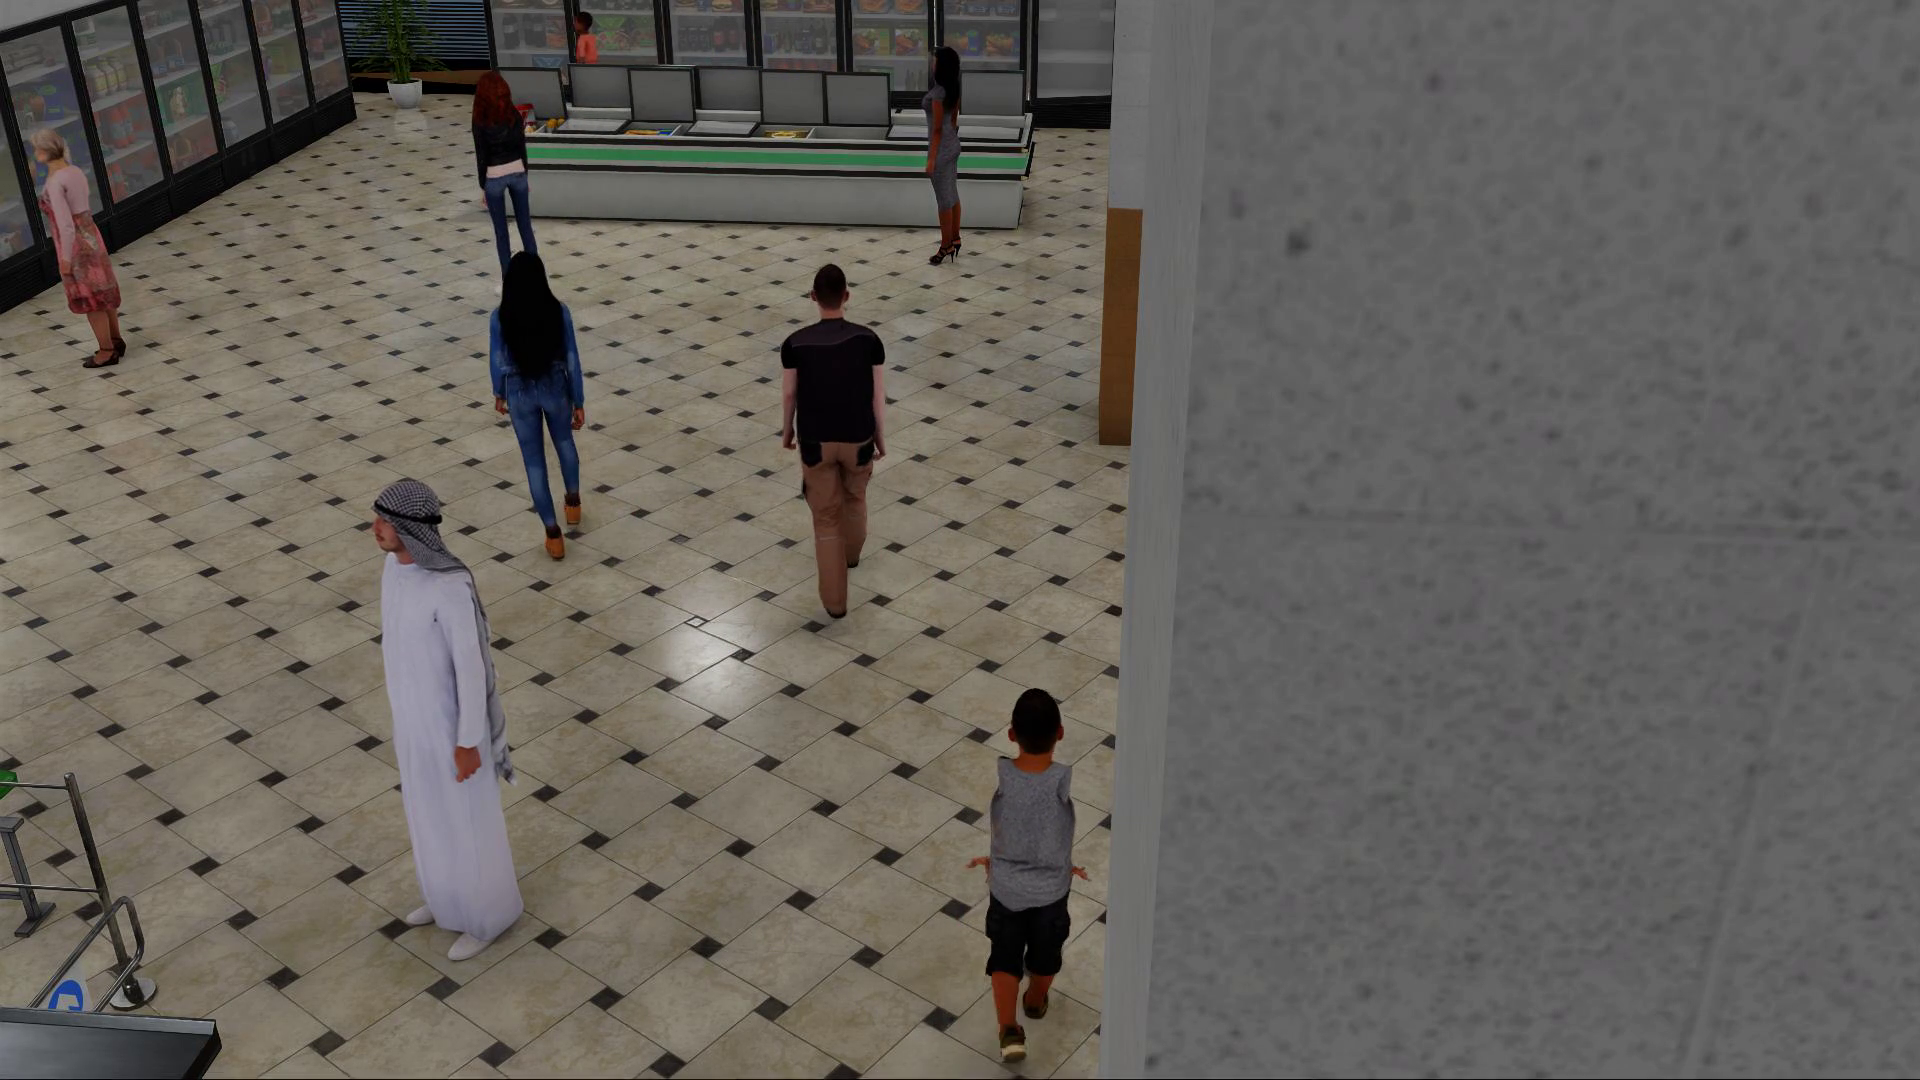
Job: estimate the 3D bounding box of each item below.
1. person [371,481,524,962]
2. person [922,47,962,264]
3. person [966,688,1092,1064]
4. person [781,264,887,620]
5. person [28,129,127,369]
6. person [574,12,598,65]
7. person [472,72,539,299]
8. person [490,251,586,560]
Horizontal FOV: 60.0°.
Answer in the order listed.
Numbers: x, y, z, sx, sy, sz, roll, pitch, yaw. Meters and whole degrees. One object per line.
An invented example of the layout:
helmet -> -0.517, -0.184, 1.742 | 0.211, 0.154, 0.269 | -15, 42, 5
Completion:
person -> -1.913, 0.656, 6.137 | 0.795, 1.926, 0.872 | 24, 36, 39
person -> -0.123, -3.221, 13.942 | 0.620, 1.781, 0.644 | 11, 29, 21
person -> 0.232, 1.140, 5.712 | 0.773, 1.446, 0.687 | 4, 27, 8
person -> -0.636, -0.463, 8.487 | 1.205, 1.796, 0.960 | -4, 27, -8
person -> -6.209, -2.062, 11.749 | 0.612, 1.697, 0.625 | -2, 27, -3
person -> -3.992, -5.095, 18.166 | 0.609, 1.304, 0.536 | 6, 28, 12
person -> -3.569, -2.775, 13.057 | 0.650, 1.786, 0.725 | -17, 32, -30
person -> -2.277, -0.695, 9.060 | 0.908, 1.693, 0.898 | -11, 29, -21
